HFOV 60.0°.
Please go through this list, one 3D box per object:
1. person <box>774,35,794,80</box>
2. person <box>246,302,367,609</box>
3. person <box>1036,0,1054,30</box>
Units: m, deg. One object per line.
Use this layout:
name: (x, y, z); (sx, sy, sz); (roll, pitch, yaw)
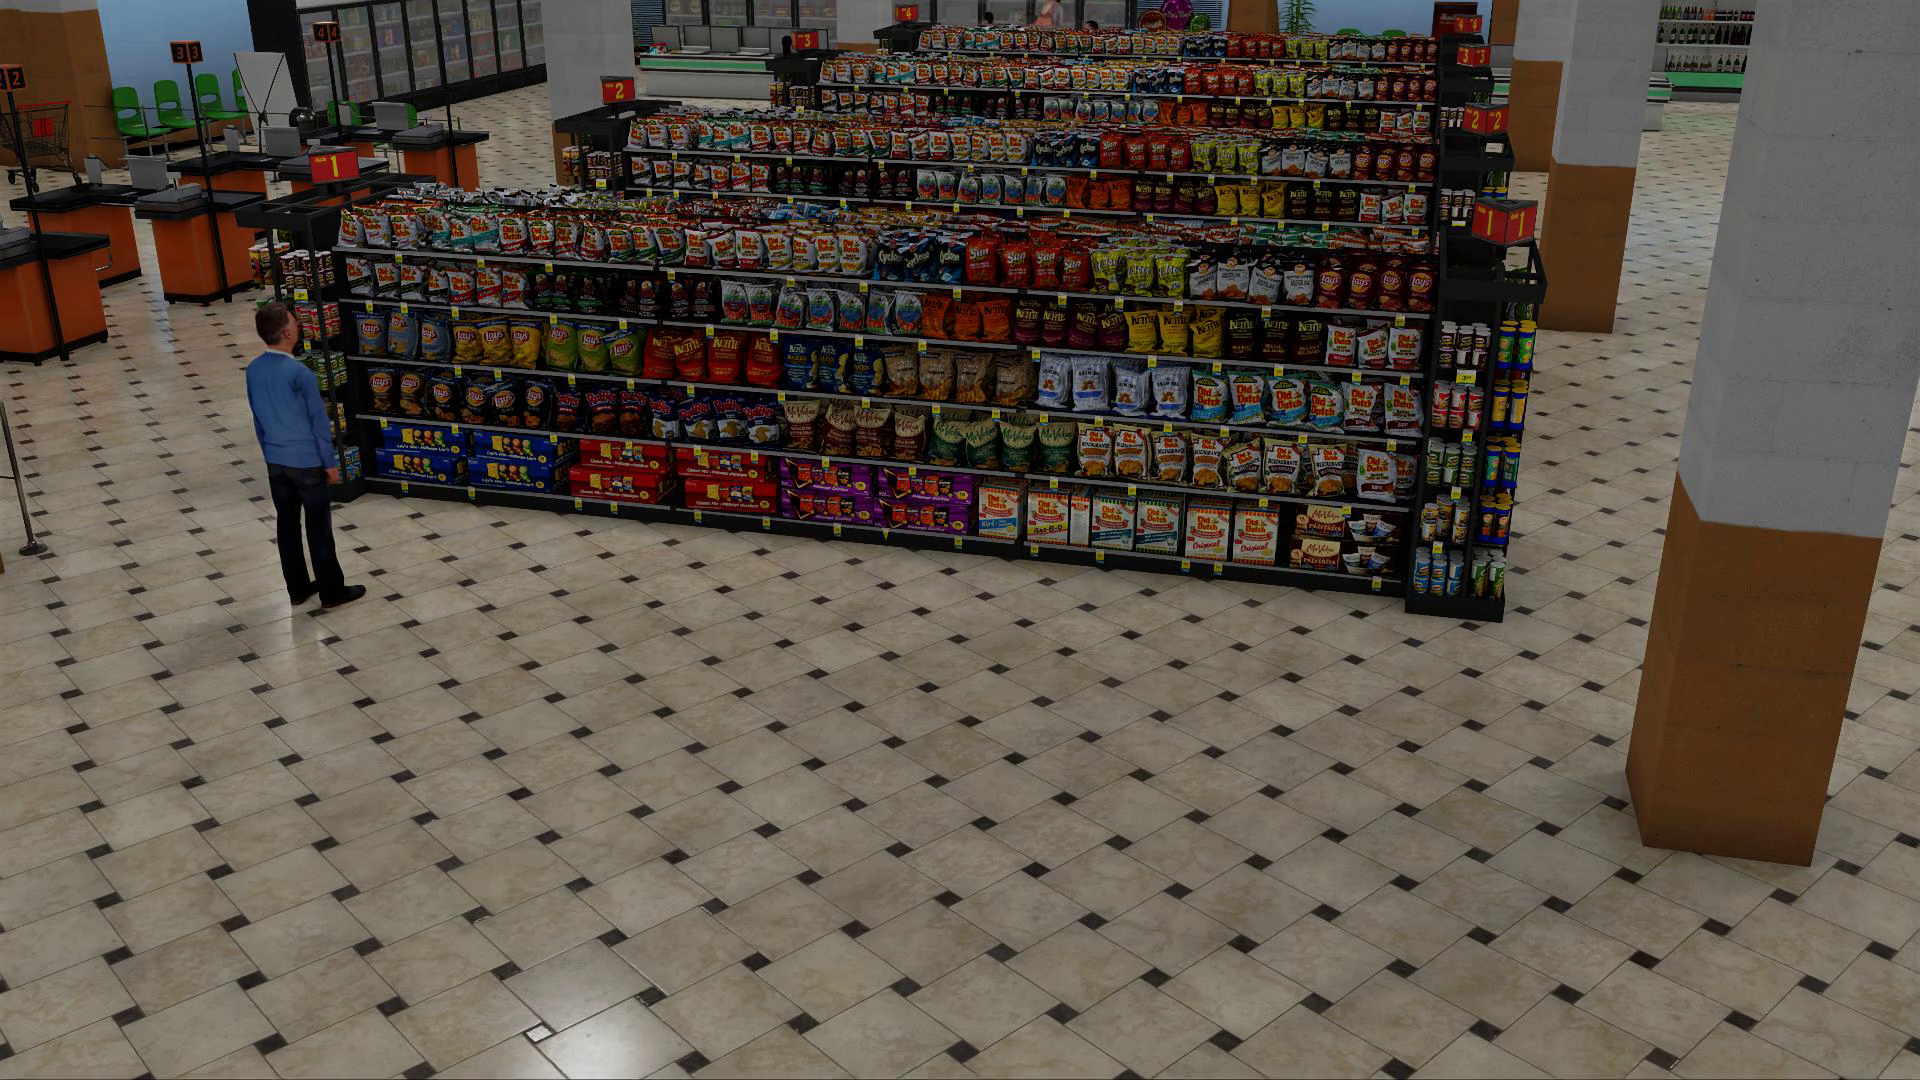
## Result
person: (-2.708, -7.130, 26.361); (0.628, 1.679, 0.749); (-1, 22, -3)
person: (-3.846, -0.486, 9.637); (0.536, 1.820, 0.736); (8, 23, 20)
person: (1.609, -9.769, 32.903); (1.062, 1.697, 0.837); (18, 28, 37)
